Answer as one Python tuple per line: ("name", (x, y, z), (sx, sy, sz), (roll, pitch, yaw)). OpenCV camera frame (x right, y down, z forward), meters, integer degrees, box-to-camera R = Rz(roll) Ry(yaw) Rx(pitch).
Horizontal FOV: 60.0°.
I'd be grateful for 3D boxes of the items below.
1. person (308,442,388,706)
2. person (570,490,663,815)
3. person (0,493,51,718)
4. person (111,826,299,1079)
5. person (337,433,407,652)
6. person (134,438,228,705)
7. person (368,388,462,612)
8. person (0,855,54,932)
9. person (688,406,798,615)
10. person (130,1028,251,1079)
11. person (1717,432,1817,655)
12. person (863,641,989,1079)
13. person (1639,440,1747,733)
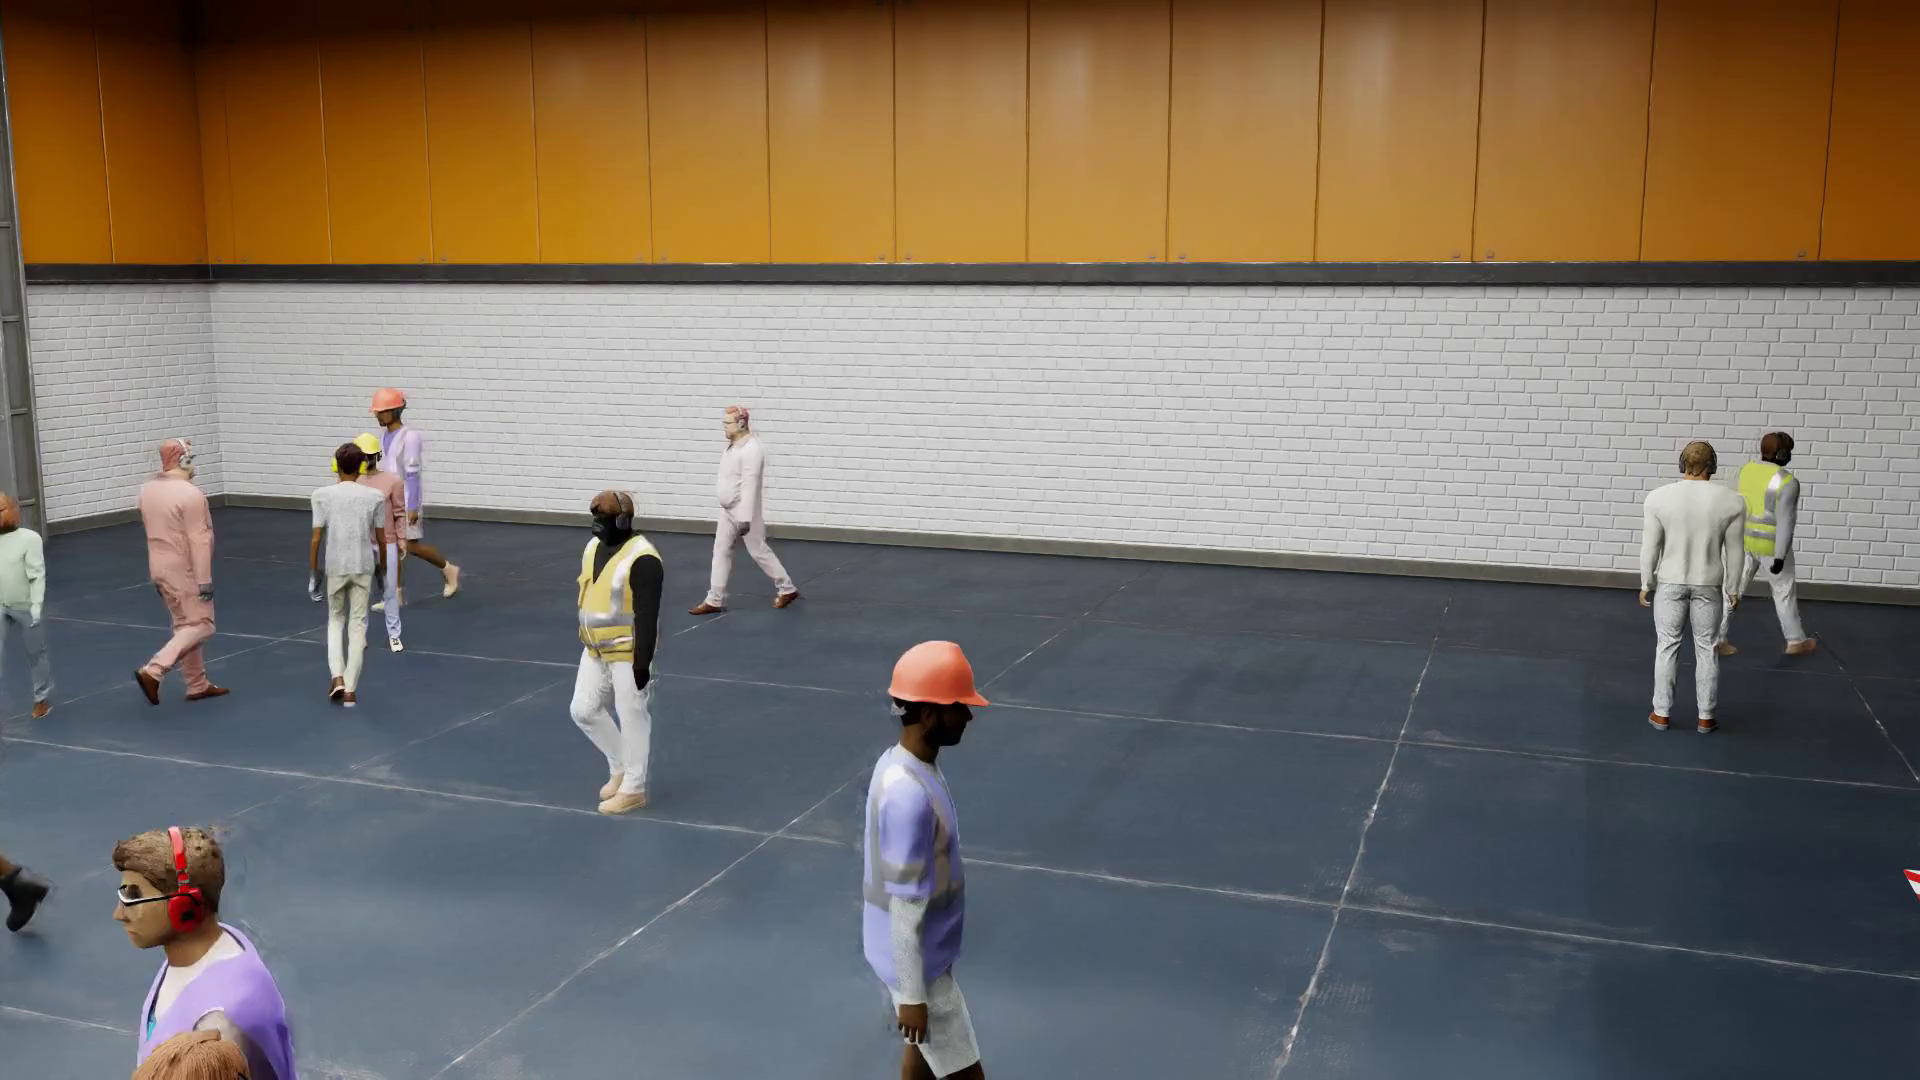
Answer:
("person", (-4.294, 0.238, 11.697), (0.541, 1.838, 0.447), (-3, 10, -19))
("person", (-1.915, 0.627, 9.316), (0.651, 1.832, 0.448), (9, 13, 43))
("person", (-6.325, 0.476, 11.039), (0.506, 1.580, 0.882), (-1, 9, -9))
("person", (-1.703, 1.529, 3.855), (0.966, 1.801, 0.590), (-6, 11, -35))
("person", (-4.674, 0.029, 13.236), (0.533, 1.768, 0.310), (-3, 9, -15))
("person", (-5.479, 0.241, 11.579), (0.660, 1.889, 0.680), (6, 11, 35))
("person", (-4.948, -0.376, 14.986), (0.603, 2.017, 0.779), (7, 12, 38))
("person", (-4.606, 0.881, 7.528), (0.869, 1.910, 0.565), (-1, 9, -5))
("person", (-1.912, -0.271, 14.814), (0.993, 1.863, 0.652), (-5, 11, -29))
("person", (-1.430, 1.720, 3.159), (0.507, 1.632, 0.268), (3, 10, 19))
("person", (6.354, 0.036, 13.124), (0.963, 1.797, 0.620), (-4, 10, -22))
("person", (-0.101, 1.258, 5.106), (0.388, 1.926, 0.579), (0, 9, -1))
("person", (4.819, 0.308, 10.981), (0.635, 1.934, 0.351), (3, 10, 19))
